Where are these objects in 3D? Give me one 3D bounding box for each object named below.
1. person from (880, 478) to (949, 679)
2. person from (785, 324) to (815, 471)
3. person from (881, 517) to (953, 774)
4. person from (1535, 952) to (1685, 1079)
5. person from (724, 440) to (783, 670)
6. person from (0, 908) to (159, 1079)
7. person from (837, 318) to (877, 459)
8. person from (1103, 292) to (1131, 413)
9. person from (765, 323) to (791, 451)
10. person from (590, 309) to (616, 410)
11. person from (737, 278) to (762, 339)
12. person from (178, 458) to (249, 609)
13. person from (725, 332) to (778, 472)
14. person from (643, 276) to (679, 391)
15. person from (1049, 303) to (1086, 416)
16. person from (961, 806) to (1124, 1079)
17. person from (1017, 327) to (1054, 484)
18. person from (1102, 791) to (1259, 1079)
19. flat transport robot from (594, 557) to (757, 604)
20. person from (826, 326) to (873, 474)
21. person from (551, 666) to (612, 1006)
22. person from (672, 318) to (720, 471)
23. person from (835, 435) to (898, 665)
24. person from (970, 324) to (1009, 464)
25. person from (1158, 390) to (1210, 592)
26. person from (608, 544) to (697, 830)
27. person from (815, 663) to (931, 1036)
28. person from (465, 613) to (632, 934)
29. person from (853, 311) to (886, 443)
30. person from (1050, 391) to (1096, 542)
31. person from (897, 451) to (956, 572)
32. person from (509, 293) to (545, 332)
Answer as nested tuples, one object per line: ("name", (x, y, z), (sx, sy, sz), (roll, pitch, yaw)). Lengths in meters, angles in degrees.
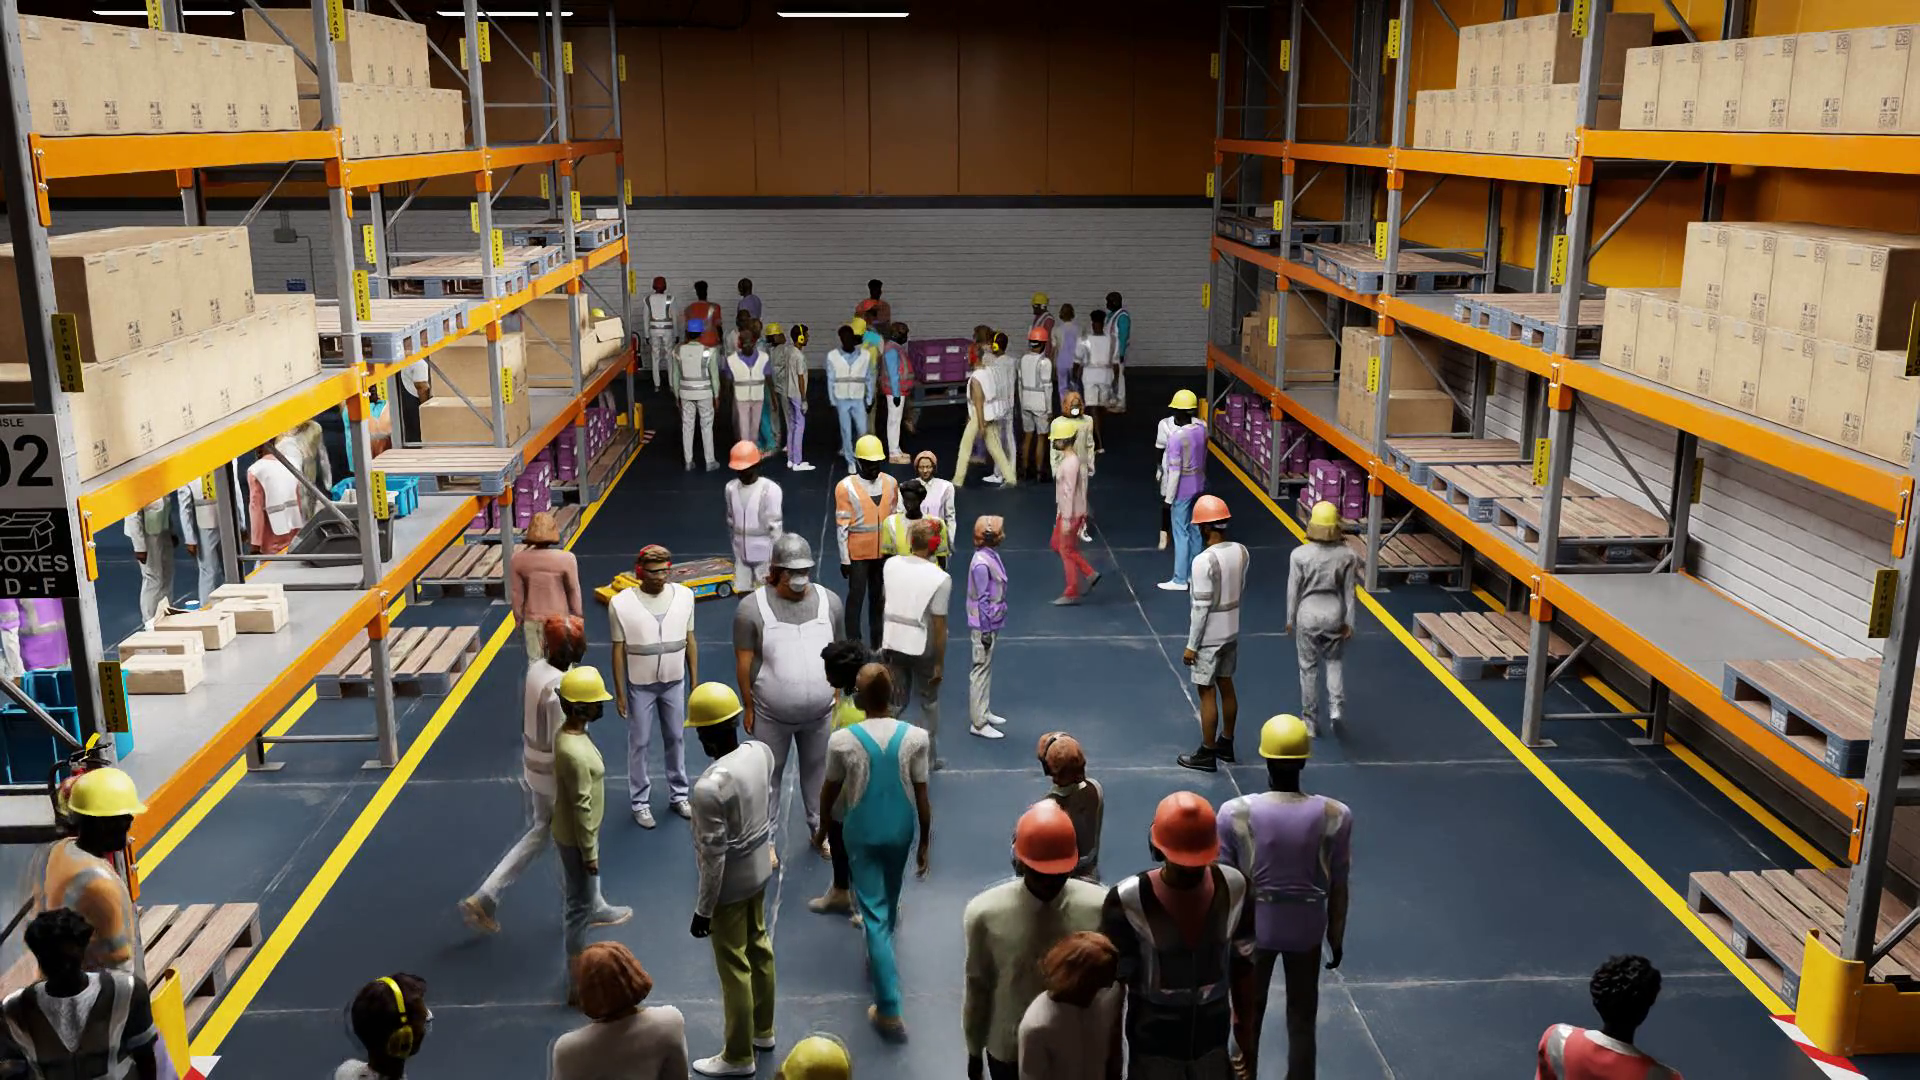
("person", (-0.362, 0.341, 13.065), (0.540, 1.695, 0.317), (2, 14, 9))
("person", (-2.058, -1.813, 21.199), (0.327, 1.863, 0.510), (-6, 16, -24))
("person", (-0.357, 0.766, 11.177), (0.601, 1.815, 0.708), (10, 18, 35))
("person", (2.201, 2.218, 5.711), (0.320, 1.692, 0.536), (-13, 19, -41))
("person", (-1.623, 0.094, 13.606), (0.572, 1.909, 0.679), (7, 16, 26))
("person", (-3.184, 2.123, 6.076), (0.572, 1.693, 0.320), (-7, 16, -26))
("person", (-1.356, -1.981, 21.810), (0.608, 1.885, 0.510), (5, 15, 18))
("person", (2.376, -2.873, 25.426), (0.429, 1.830, 0.636), (-4, 15, -15))
("person", (-2.472, -2.073, 22.473), (0.487, 1.735, 0.339), (10, 17, 35))
("person", (-5.150, -2.440, 23.857), (0.319, 1.763, 0.522), (-11, 18, -38))
("person", (-3.354, -3.202, 26.512), (0.368, 1.933, 0.628), (5, 15, 19))
("person", (-6.444, -0.095, 14.362), (0.402, 1.909, 0.599), (8, 16, 28))
("person", (-2.644, -1.736, 21.037), (0.580, 1.790, 0.989), (-6, 15, -21))
("person", (-4.885, -3.370, 27.265), (0.573, 1.883, 0.356), (1, 14, 5))
("person", (1.538, -2.492, 23.920), (0.548, 1.828, 0.514), (-2, 14, -8))
("person", (0.303, 1.890, 6.460), (0.620, 1.968, 0.844), (-2, 14, -8))
("person", (0.948, -1.656, 20.454), (0.390, 1.925, 0.550), (-13, 19, -41))
("person", (0.841, 1.893, 6.314), (0.619, 2.028, 0.409), (-3, 15, -12))
("flat transport robot", (-2.649, 0.404, 15.660), (1.431, 0.197, 0.652), (-10, 17, -33))
("person", (-1.359, -1.725, 20.798), (0.596, 1.883, 0.743), (-3, 15, -12))
("person", (-1.900, 1.489, 8.442), (0.339, 1.761, 0.524), (-4, 15, -16))
("person", (-3.342, -1.843, 21.141), (0.617, 1.944, 0.397), (2, 14, 8))
("person", (-0.738, 0.090, 13.589), (0.587, 1.928, 0.363), (-11, 18, -37))
("person", (0.408, -1.877, 21.525), (0.538, 1.824, 0.559), (9, 17, 32))
("person", (2.118, -0.468, 15.782), (0.369, 1.928, 0.585), (11, 18, 38))
("person", (-1.937, 0.909, 10.555), (0.560, 1.838, 0.393), (-8, 17, -30))
("person", (-0.424, 1.501, 8.365), (0.538, 1.784, 1.006), (-4, 15, -14))
("person", (-2.259, 1.290, 9.027), (0.812, 1.857, 0.601), (-8, 16, -27))
("person", (-1.270, -2.227, 22.912), (0.709, 1.823, 0.420), (4, 15, 16))
("person", (1.190, -0.769, 17.570), (0.504, 1.622, 0.299), (-6, 15, -21))
("person", (-0.291, 0.033, 14.389), (0.523, 1.639, 0.306), (-2, 14, -7))
("person", (-6.158, -2.678, 24.233), (0.704, 2.000, 0.566), (5, 15, 18))
